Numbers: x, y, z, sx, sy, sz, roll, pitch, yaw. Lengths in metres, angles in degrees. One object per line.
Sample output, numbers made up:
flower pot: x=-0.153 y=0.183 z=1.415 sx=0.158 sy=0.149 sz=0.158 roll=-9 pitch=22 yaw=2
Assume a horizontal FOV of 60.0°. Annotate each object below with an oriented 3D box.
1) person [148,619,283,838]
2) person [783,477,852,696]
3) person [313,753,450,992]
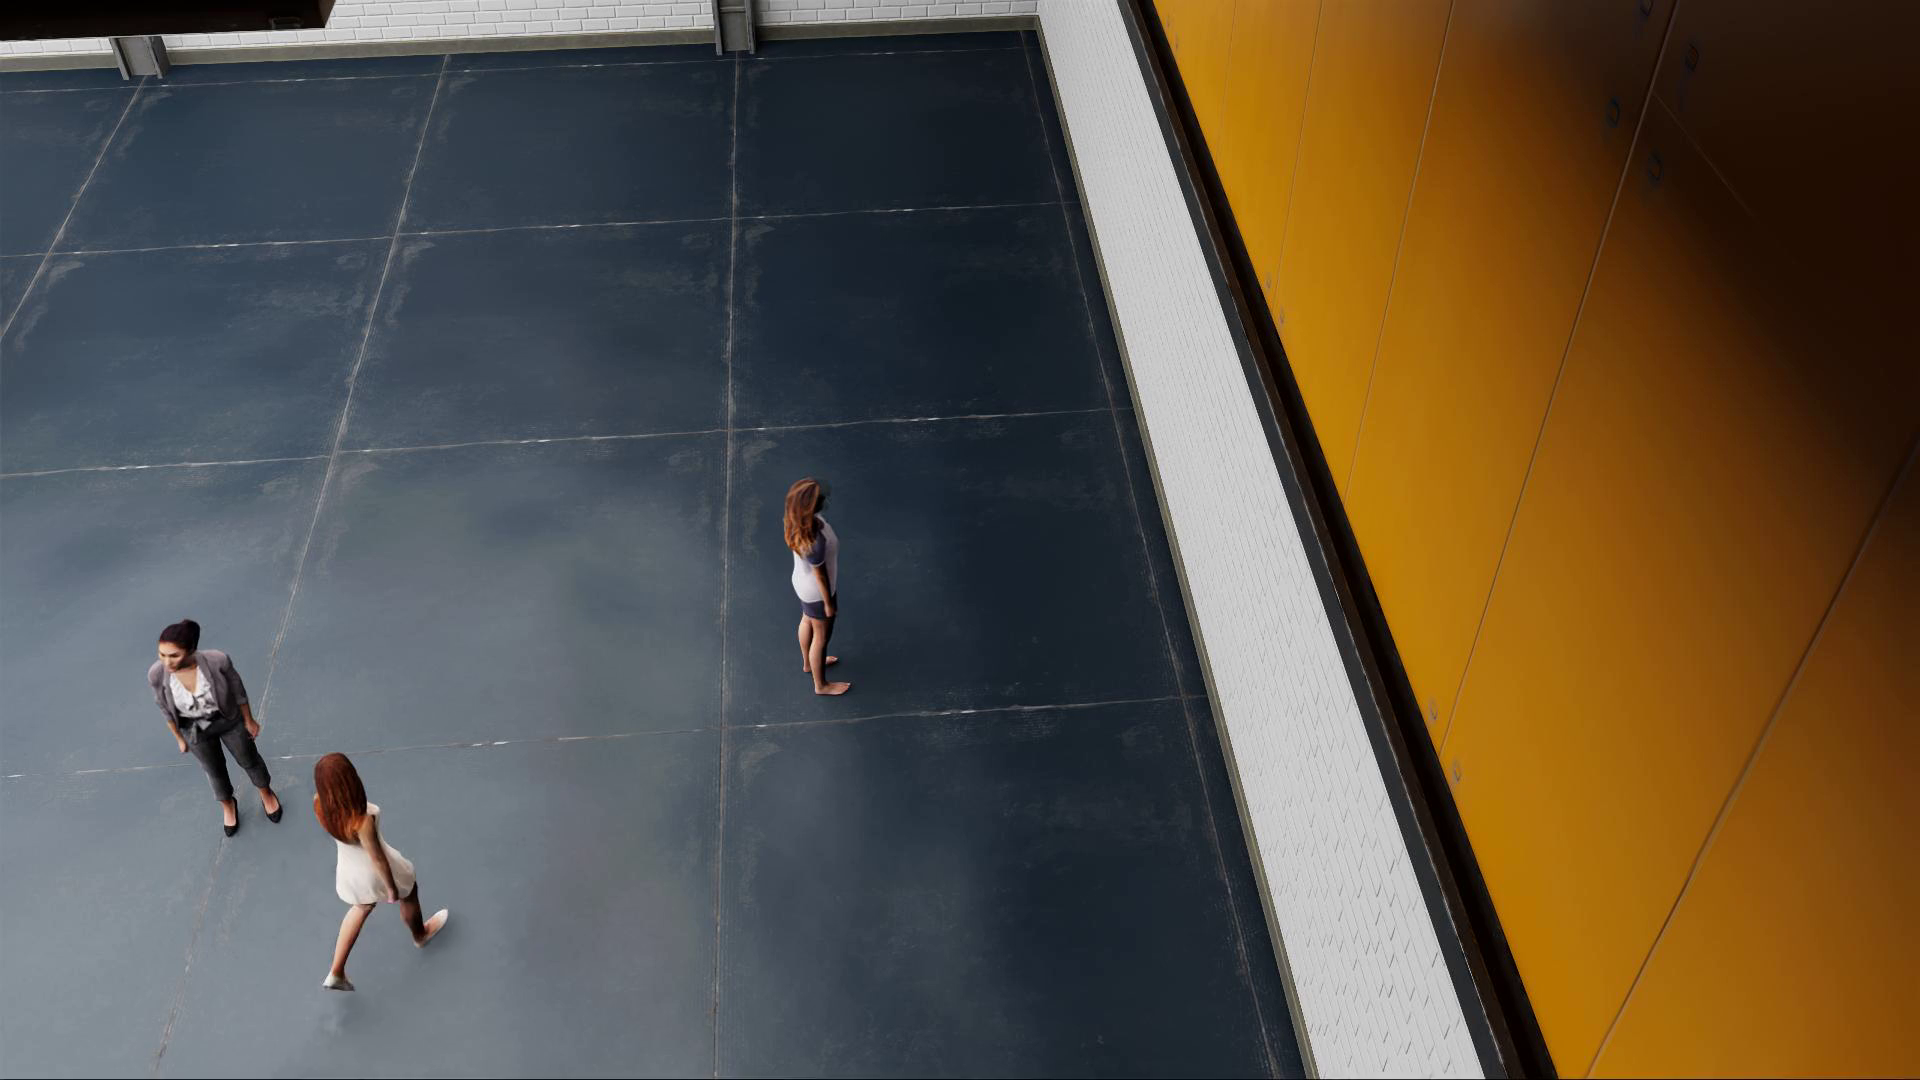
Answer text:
person: x=-4.319 y=1.071 z=9.643 sx=0.582 sy=1.678 sz=0.724 roll=-13 pitch=45 yaw=-13
person: x=-0.919 y=0.288 z=10.424 sx=0.634 sy=1.734 sz=0.652 roll=-15 pitch=46 yaw=-15
person: x=-3.228 y=1.809 z=8.865 sx=1.028 sy=1.683 sz=0.980 roll=23 pitch=48 yaw=22
